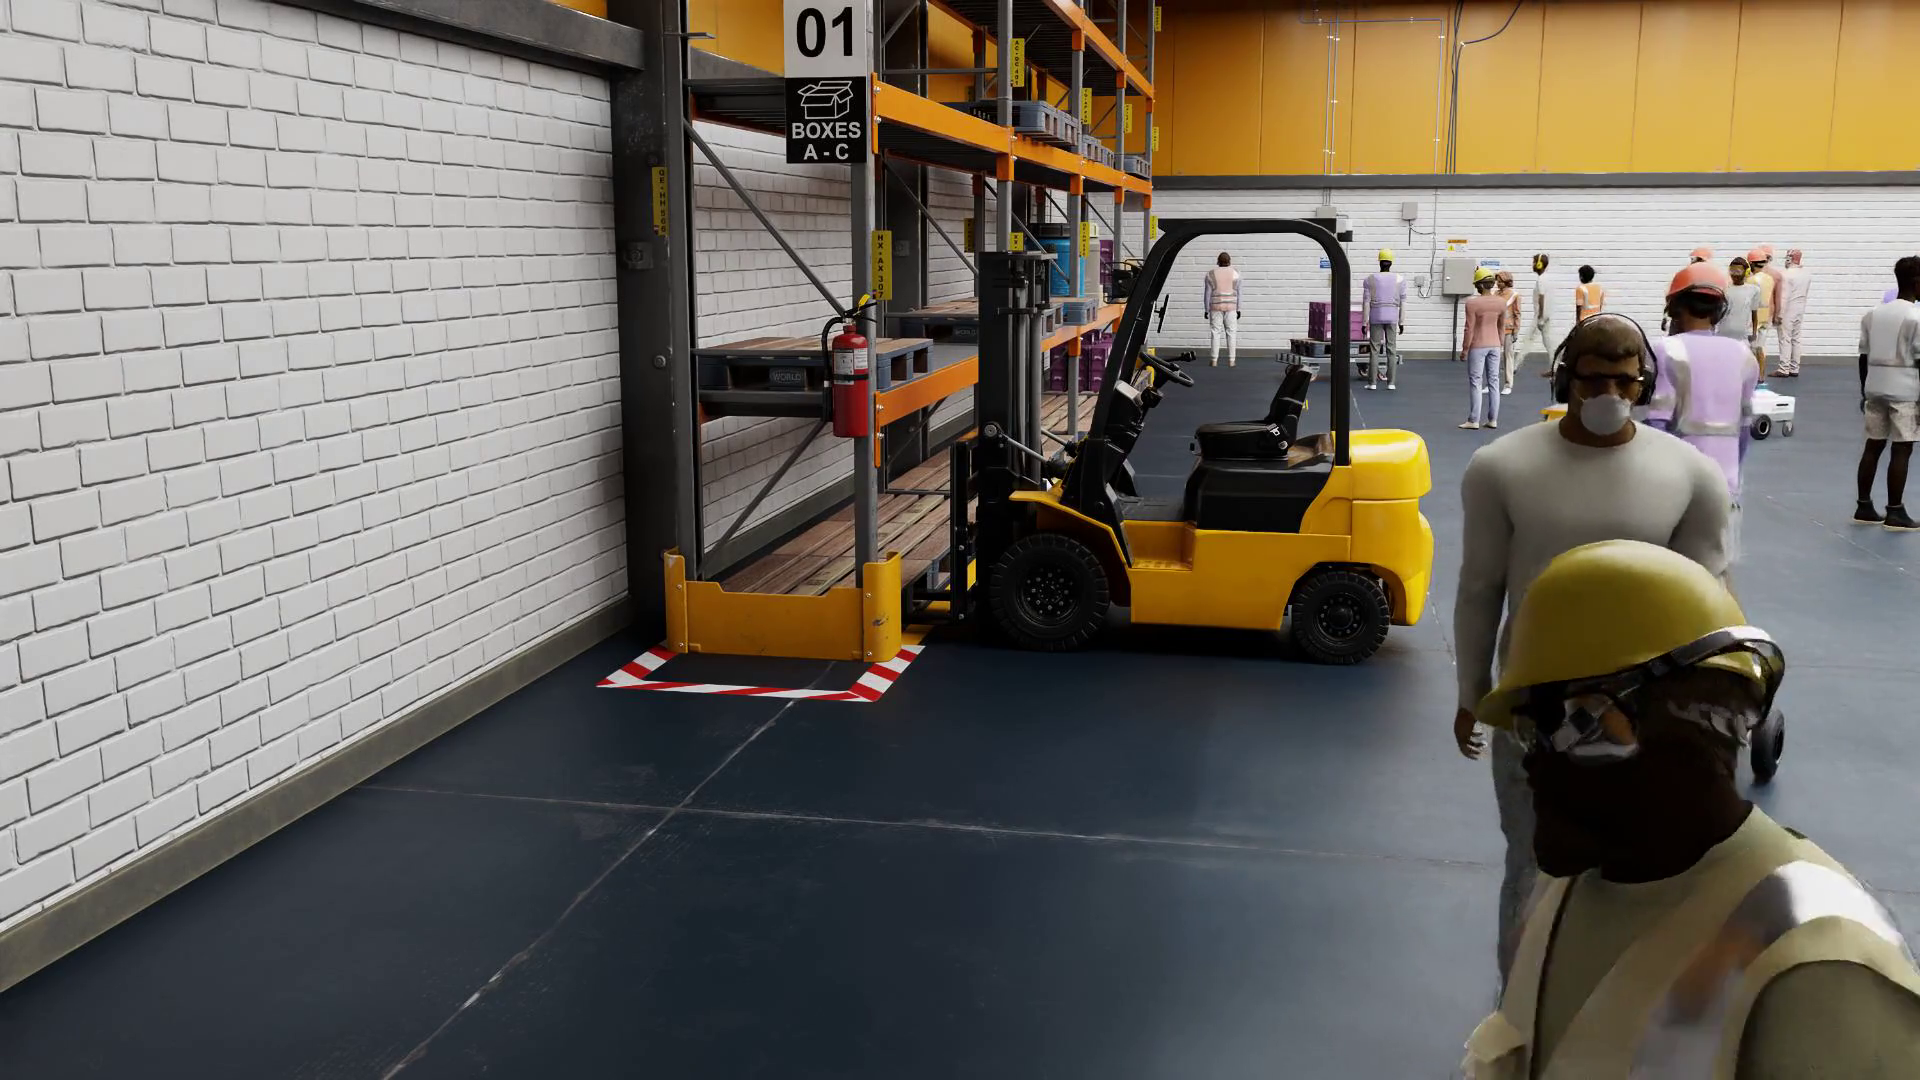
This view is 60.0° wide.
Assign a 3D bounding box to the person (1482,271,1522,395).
[{"bbox_3d":[7.223,-2.754,22.148,0.315,1.638,0.515,-8,13,-38],"label":"person"}]

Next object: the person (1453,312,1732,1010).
[{"bbox_3d":[1.562,0.392,4.161,0.650,1.928,0.676,3,11,16],"label":"person"}]

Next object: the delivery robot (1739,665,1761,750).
[{"bbox_3d":[2.817,0.625,6.336,0.477,0.478,0.707,8,13,36],"label":"delivery robot"}]

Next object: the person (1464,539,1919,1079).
[{"bbox_3d":[0.713,0.905,1.713,0.435,1.781,0.700,-1,10,-6],"label":"person"}]

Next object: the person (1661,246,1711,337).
[{"bbox_3d":[9.860,-2.998,22.602,0.688,1.956,0.484,4,11,21],"label":"person"}]

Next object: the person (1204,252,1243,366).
[{"bbox_3d":[4.260,-3.733,26.961,0.623,1.844,0.429,0,10,2],"label":"person"}]

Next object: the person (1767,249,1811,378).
[{"bbox_3d":[12.367,-3.378,24.831,0.651,1.906,0.404,-7,12,-33],"label":"person"}]

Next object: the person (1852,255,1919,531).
[{"bbox_3d":[6.704,-1.048,11.897,0.367,1.962,0.612,-3,11,-15],"label":"person"}]

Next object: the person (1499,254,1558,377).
[{"bbox_3d":[8.573,-3.340,24.873,0.926,1.819,0.535,7,13,35],"label":"person"}]

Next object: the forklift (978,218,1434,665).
[{"bbox_3d":[1.285,-0.567,8.635,2.313,2.155,1.214,2,11,11],"label":"forklift"}]

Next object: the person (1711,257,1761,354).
[{"bbox_3d":[8.854,-2.298,19.036,0.520,1.864,0.333,5,11,23],"label":"person"}]

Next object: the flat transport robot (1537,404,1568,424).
[{"bbox_3d":[6.894,-1.378,18.353,0.652,0.197,1.431,7,12,33],"label":"flat transport robot"}]

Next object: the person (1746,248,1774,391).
[{"bbox_3d":[10.557,-2.901,22.139,0.551,1.933,0.366,-8,13,-38],"label":"person"}]

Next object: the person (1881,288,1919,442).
[{"bbox_3d":[9.717,-1.932,17.069,0.570,1.843,0.373,5,12,27],"label":"person"}]

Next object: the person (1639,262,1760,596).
[{"bbox_3d":[3.291,-0.270,7.605,0.674,1.964,1.032,-2,11,-13],"label":"person"}]

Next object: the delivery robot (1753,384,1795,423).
[{"bbox_3d":[8.382,-1.395,17.411,0.707,0.478,0.477,-5,11,-25],"label":"delivery robot"}]

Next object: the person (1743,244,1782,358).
[{"bbox_3d":[11.670,-3.325,24.342,0.644,1.973,0.447,1,10,7],"label":"person"}]

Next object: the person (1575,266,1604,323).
[{"bbox_3d":[9.285,-3.238,24.722,0.559,1.650,0.832,-4,11,-19],"label":"person"}]

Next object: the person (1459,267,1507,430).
[{"bbox_3d":[5.689,-2.079,18.118,0.522,1.761,0.322,-4,11,-19],"label":"person"}]

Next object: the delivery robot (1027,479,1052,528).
[{"bbox_3d":[0.488,-0.236,11.058,0.707,0.478,0.477,5,12,27],"label":"delivery robot"}]

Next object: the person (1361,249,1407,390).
[{"bbox_3d":[5.781,-3.004,22.723,0.593,1.926,0.366,0,10,3],"label":"person"}]
